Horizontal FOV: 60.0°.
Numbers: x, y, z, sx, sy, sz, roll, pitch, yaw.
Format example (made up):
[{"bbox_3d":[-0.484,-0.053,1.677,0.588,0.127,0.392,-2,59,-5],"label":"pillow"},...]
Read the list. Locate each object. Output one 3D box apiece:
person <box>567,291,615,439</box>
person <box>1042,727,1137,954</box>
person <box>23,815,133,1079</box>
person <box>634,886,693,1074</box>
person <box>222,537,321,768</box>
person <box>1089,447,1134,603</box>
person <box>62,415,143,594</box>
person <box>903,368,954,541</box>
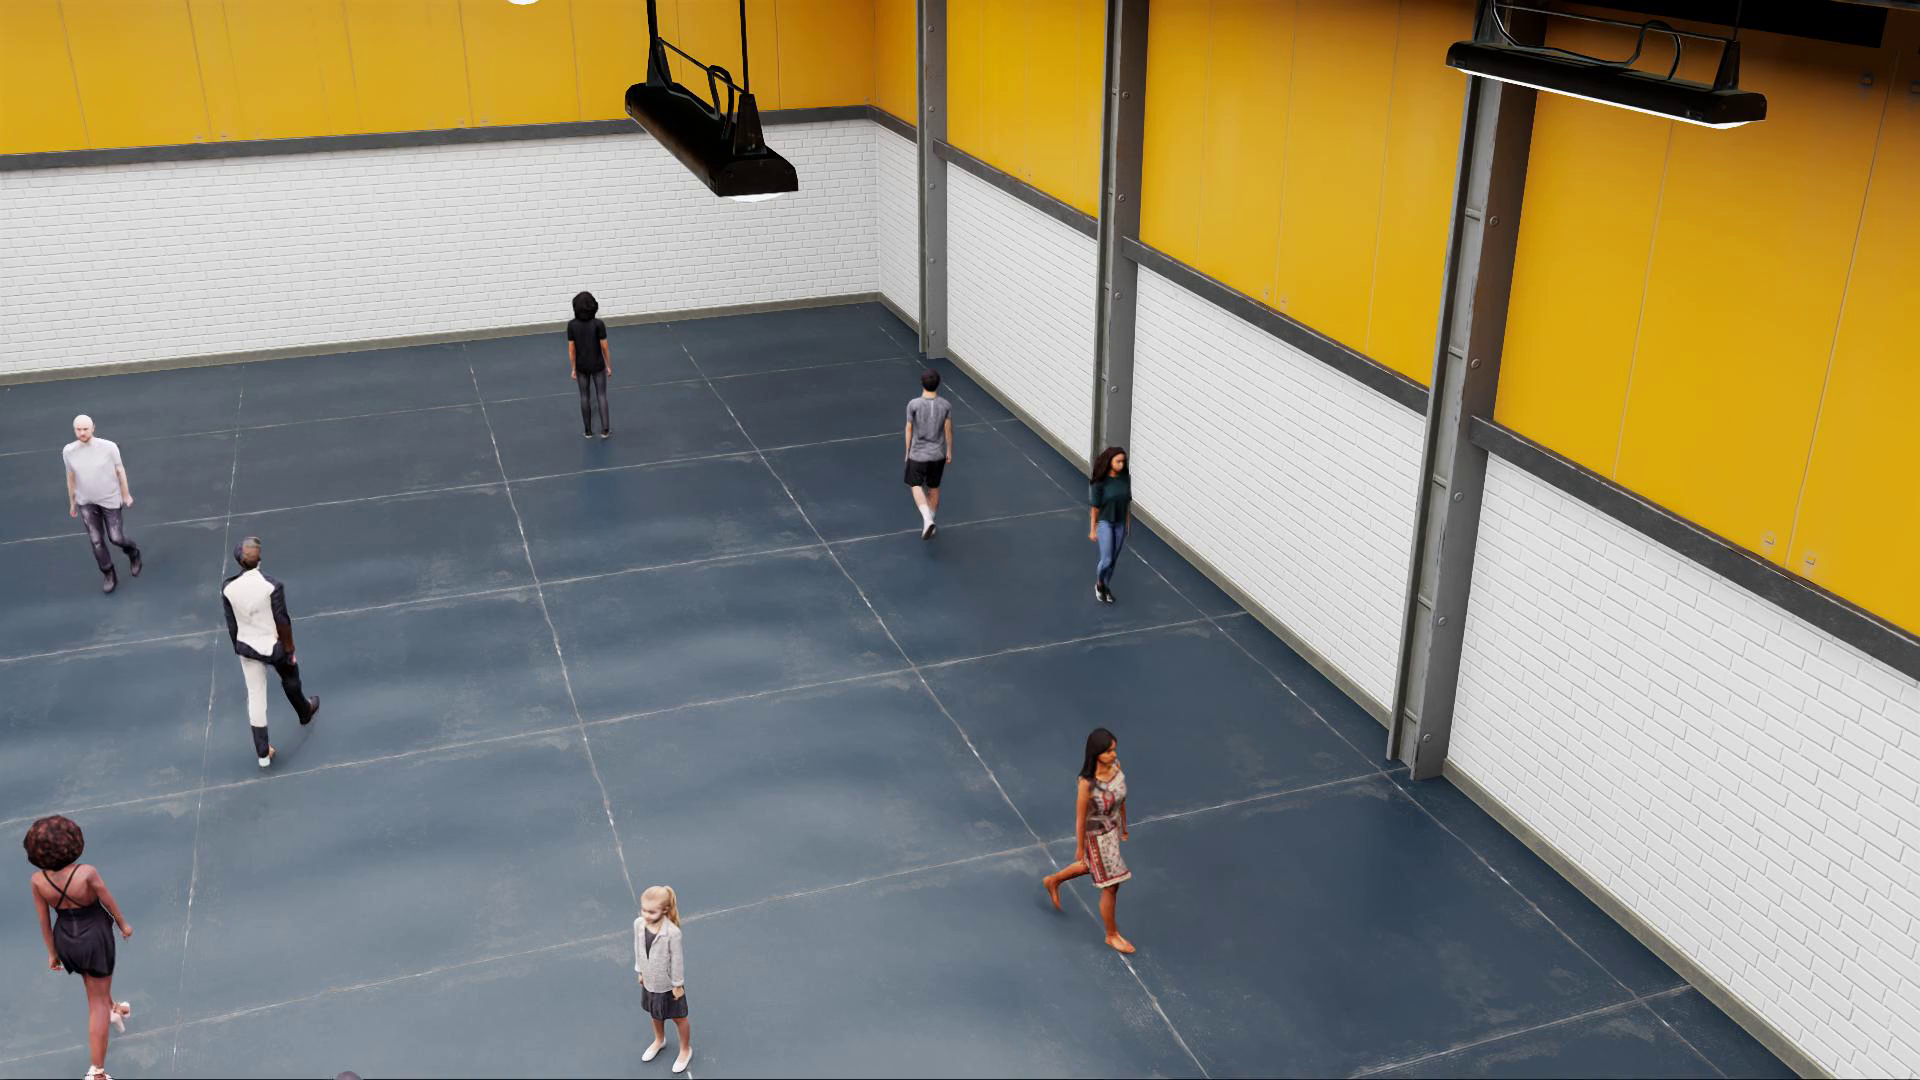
[{"bbox_3d":[-4.550,-2.153,20.435,0.692,1.833,0.615,-2,24,-4],"label":"person"},{"bbox_3d":[0.880,1.968,11.270,1.136,1.623,0.982,17,29,33],"label":"person"},{"bbox_3d":[-5.222,2.500,9.904,0.760,1.742,1.156,-2,24,-4],"label":"person"},{"bbox_3d":[-1.814,2.649,10.146,0.598,1.274,0.660,12,26,25],"label":"person"},{"bbox_3d":[-5.622,0.936,13.357,0.977,1.841,1.264,0,24,-1],"label":"person"},{"bbox_3d":[1.422,-0.171,16.184,0.624,1.605,0.637,-12,26,-25],"label":"person"},{"bbox_3d":[-8.468,-0.410,16.469,0.790,1.815,0.856,-2,24,-4],"label":"person"},{"bbox_3d":[-0.330,-0.865,17.462,0.738,1.854,0.923,-5,24,-10],"label":"person"}]
